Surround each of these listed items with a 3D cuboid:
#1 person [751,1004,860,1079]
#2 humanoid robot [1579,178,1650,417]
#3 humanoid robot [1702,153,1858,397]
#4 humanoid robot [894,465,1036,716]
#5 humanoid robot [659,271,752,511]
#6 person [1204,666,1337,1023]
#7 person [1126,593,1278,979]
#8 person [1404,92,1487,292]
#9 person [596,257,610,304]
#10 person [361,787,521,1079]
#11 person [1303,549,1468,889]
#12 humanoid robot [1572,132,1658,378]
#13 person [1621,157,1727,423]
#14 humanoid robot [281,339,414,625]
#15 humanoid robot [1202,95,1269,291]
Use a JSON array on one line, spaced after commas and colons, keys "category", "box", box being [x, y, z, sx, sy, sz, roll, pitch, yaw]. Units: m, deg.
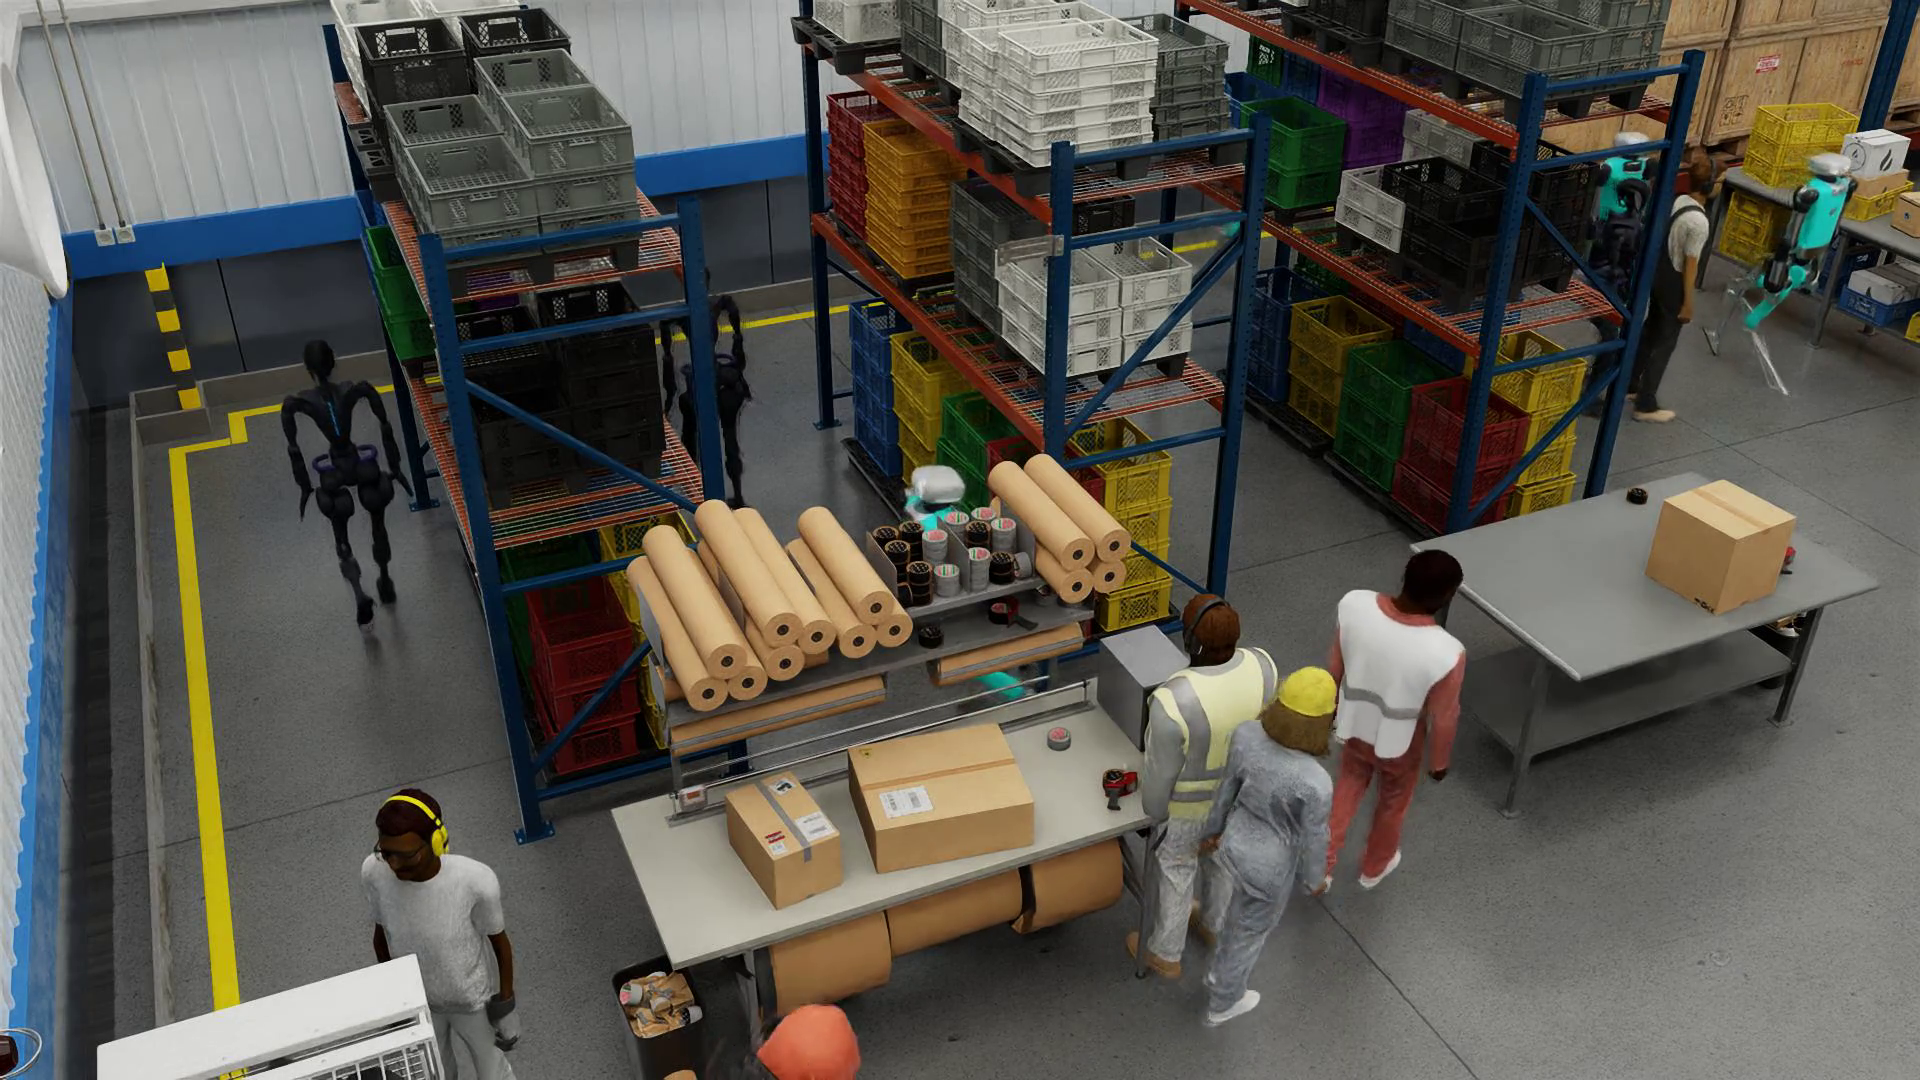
[{"category": "person", "box": [-0.502, 2.142, 4.845, 0.662, 1.996, 0.512, 3, 32, 4]}, {"category": "humanoid robot", "box": [4.460, -1.666, 11.326, 0.340, 1.657, 0.594, 18, 36, 27]}, {"category": "humanoid robot", "box": [5.701, -1.958, 11.808, 0.531, 1.780, 1.042, -16, 35, -24]}, {"category": "humanoid robot", "box": [0.108, 0.397, 7.957, 0.795, 1.801, 0.530, -16, 35, -24]}, {"category": "humanoid robot", "box": [-1.573, -0.970, 10.224, 0.585, 1.628, 0.752, -21, 37, -30]}, {"category": "person", "box": [1.230, 1.234, 6.581, 0.491, 1.711, 0.502, -20, 37, -28]}, {"category": "person", "box": [0.961, 1.010, 6.829, 0.632, 1.842, 0.429, -22, 38, -31]}, {"category": "person", "box": [3.769, -2.880, 13.057, 0.543, 1.938, 0.351, 12, 34, 18]}, {"category": "person", "box": [-2.697, -2.120, 11.922, 0.384, 1.835, 0.566, 21, 37, 30]}, {"category": "person", "box": [-1.791, 1.619, 5.813, 0.516, 1.873, 0.327, 4, 32, 7]}, {"category": "person", "box": [1.846, 0.794, 7.134, 0.624, 1.882, 0.559, 25, 40, 35]}, {"category": "humanoid robot", "box": [4.675, -1.898, 11.699, 0.545, 1.843, 0.662, -13, 34, -21]}, {"category": "person", "box": [4.809, -1.684, 11.215, 0.342, 1.836, 0.500, 2, 32, 3]}, {"category": "humanoid robot", "box": [-3.323, -0.303, 9.121, 0.610, 1.638, 0.569, -14, 34, -21]}, {"category": "humanoid robot", "box": [2.218, -2.741, 13.113, 0.781, 1.889, 0.554, 21, 38, 31]}]
